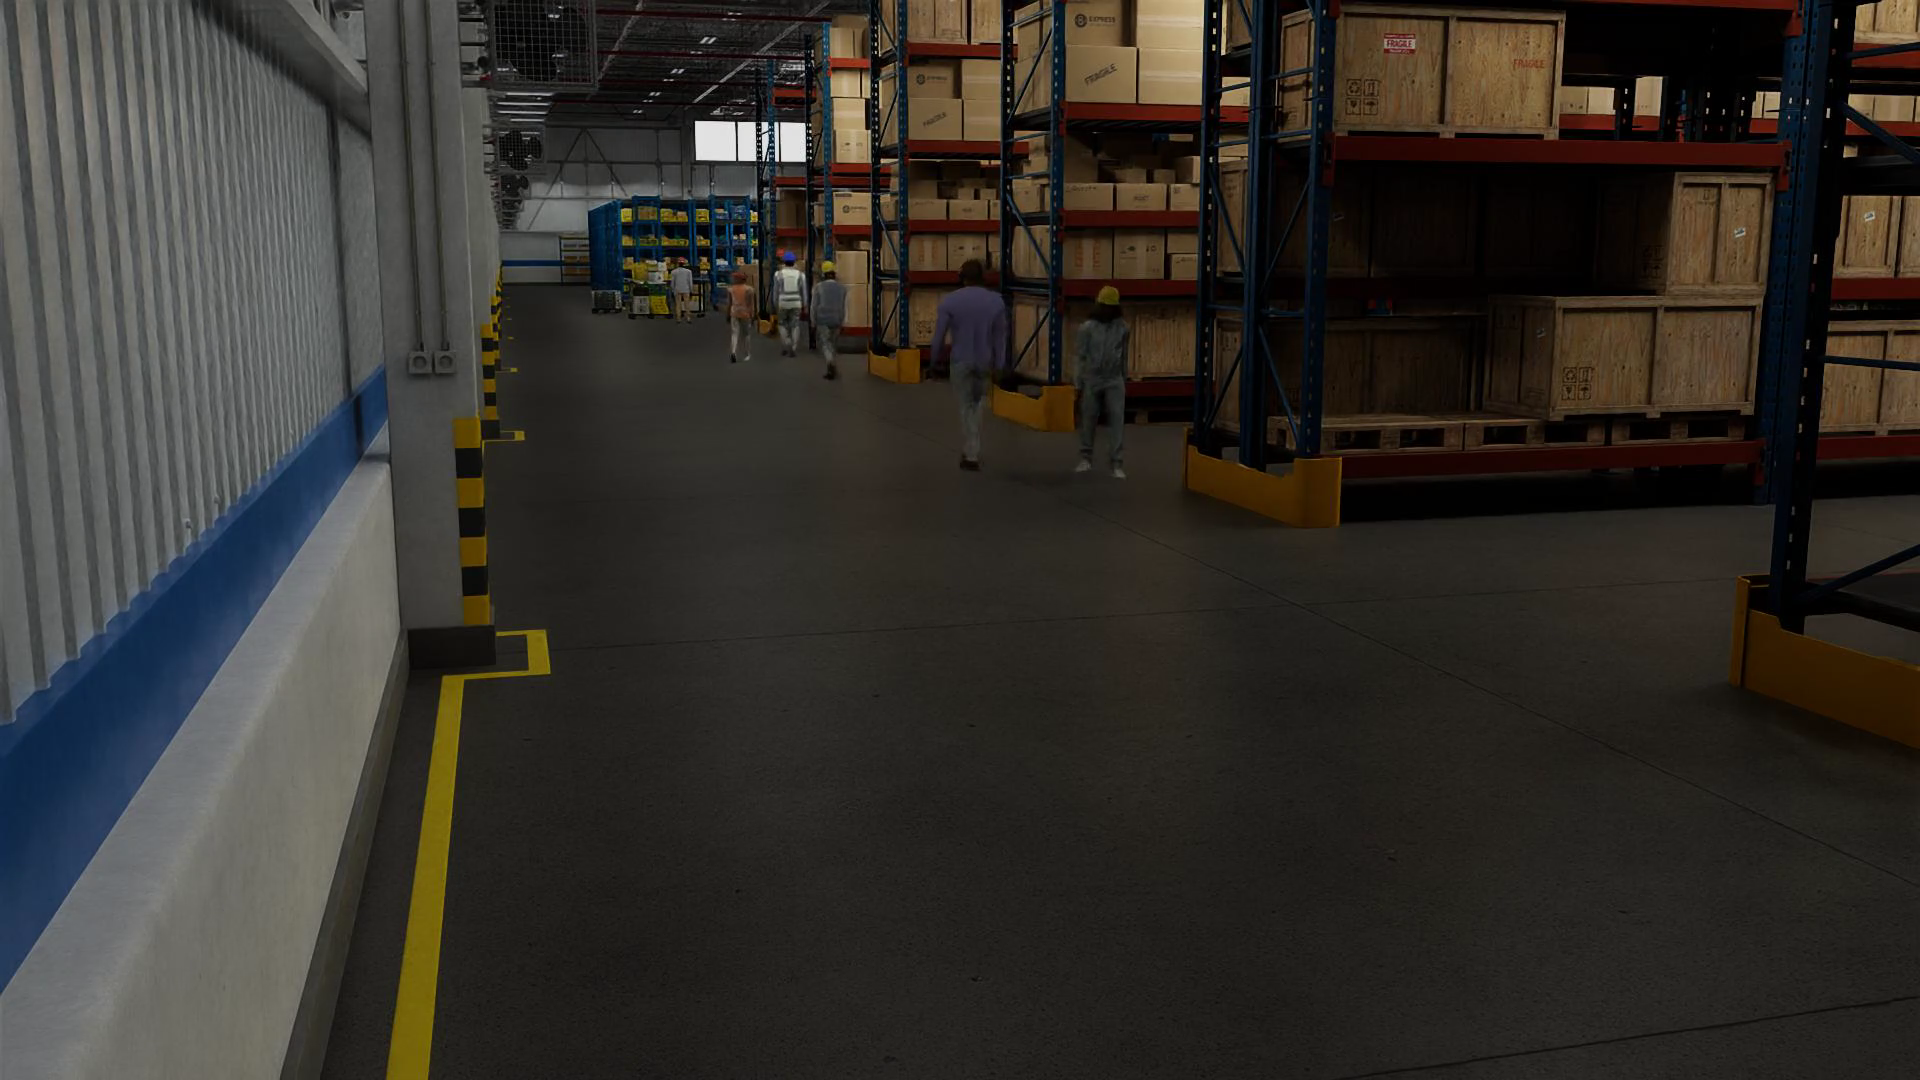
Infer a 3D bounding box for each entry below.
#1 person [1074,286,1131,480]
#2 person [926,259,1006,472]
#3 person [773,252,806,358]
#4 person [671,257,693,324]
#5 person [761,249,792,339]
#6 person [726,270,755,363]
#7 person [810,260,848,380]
[{"bbox_3d":[1.241,-1.398,14.695,0.501,1.685,0.766,-1,10,-8],"label":"person"},{"bbox_3d":[0.047,-1.595,15.179,0.651,1.905,0.817,-4,11,-24],"label":"person"},{"bbox_3d":[-3.138,-4.308,30.471,0.635,1.921,0.682,-3,11,-18],"label":"person"},{"bbox_3d":[-7.257,-6.507,43.407,0.564,1.752,0.337,-1,10,-8],"label":"person"},{"bbox_3d":[-3.979,-5.390,36.494,0.882,1.956,0.635,-1,10,-4],"label":"person"},{"bbox_3d":[-3.858,-3.917,29.140,0.523,1.611,0.761,1,10,5],"label":"person"},{"bbox_3d":[-1.958,-3.288,25.010,0.598,1.815,0.618,-5,11,-25],"label":"person"}]
